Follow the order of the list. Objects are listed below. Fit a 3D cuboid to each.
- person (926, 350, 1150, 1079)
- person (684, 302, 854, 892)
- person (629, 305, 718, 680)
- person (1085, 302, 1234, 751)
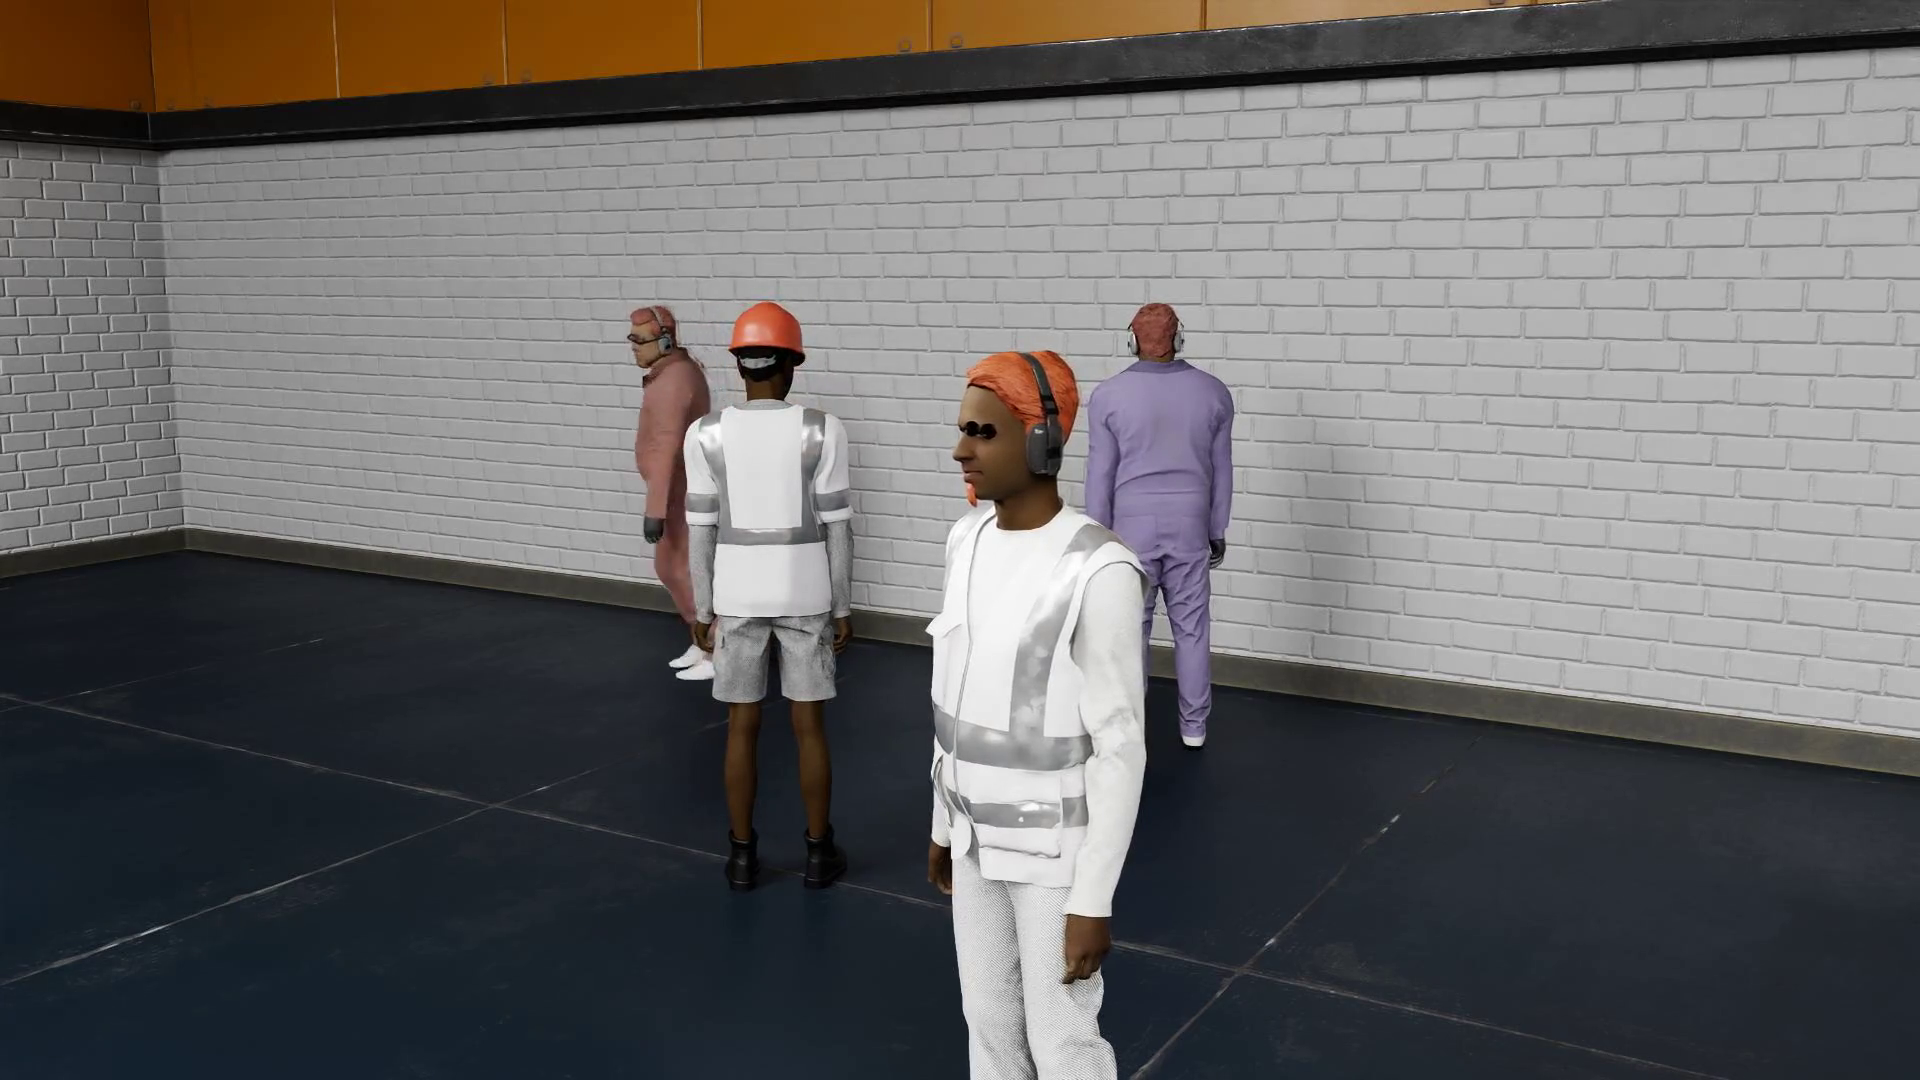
[{"bbox_3d":[0.114,0.587,3.150,0.356,1.883,0.574,-6,11,-33],"label":"person"},{"bbox_3d":[-0.615,0.195,5.456,0.542,1.928,0.374,0,9,-1],"label":"person"},{"bbox_3d":[-1.358,-0.211,8.185,0.520,1.864,0.669,-1,9,-6],"label":"person"},{"bbox_3d":[0.825,-0.041,7.016,0.636,1.903,0.405,-1,9,-9],"label":"person"}]
